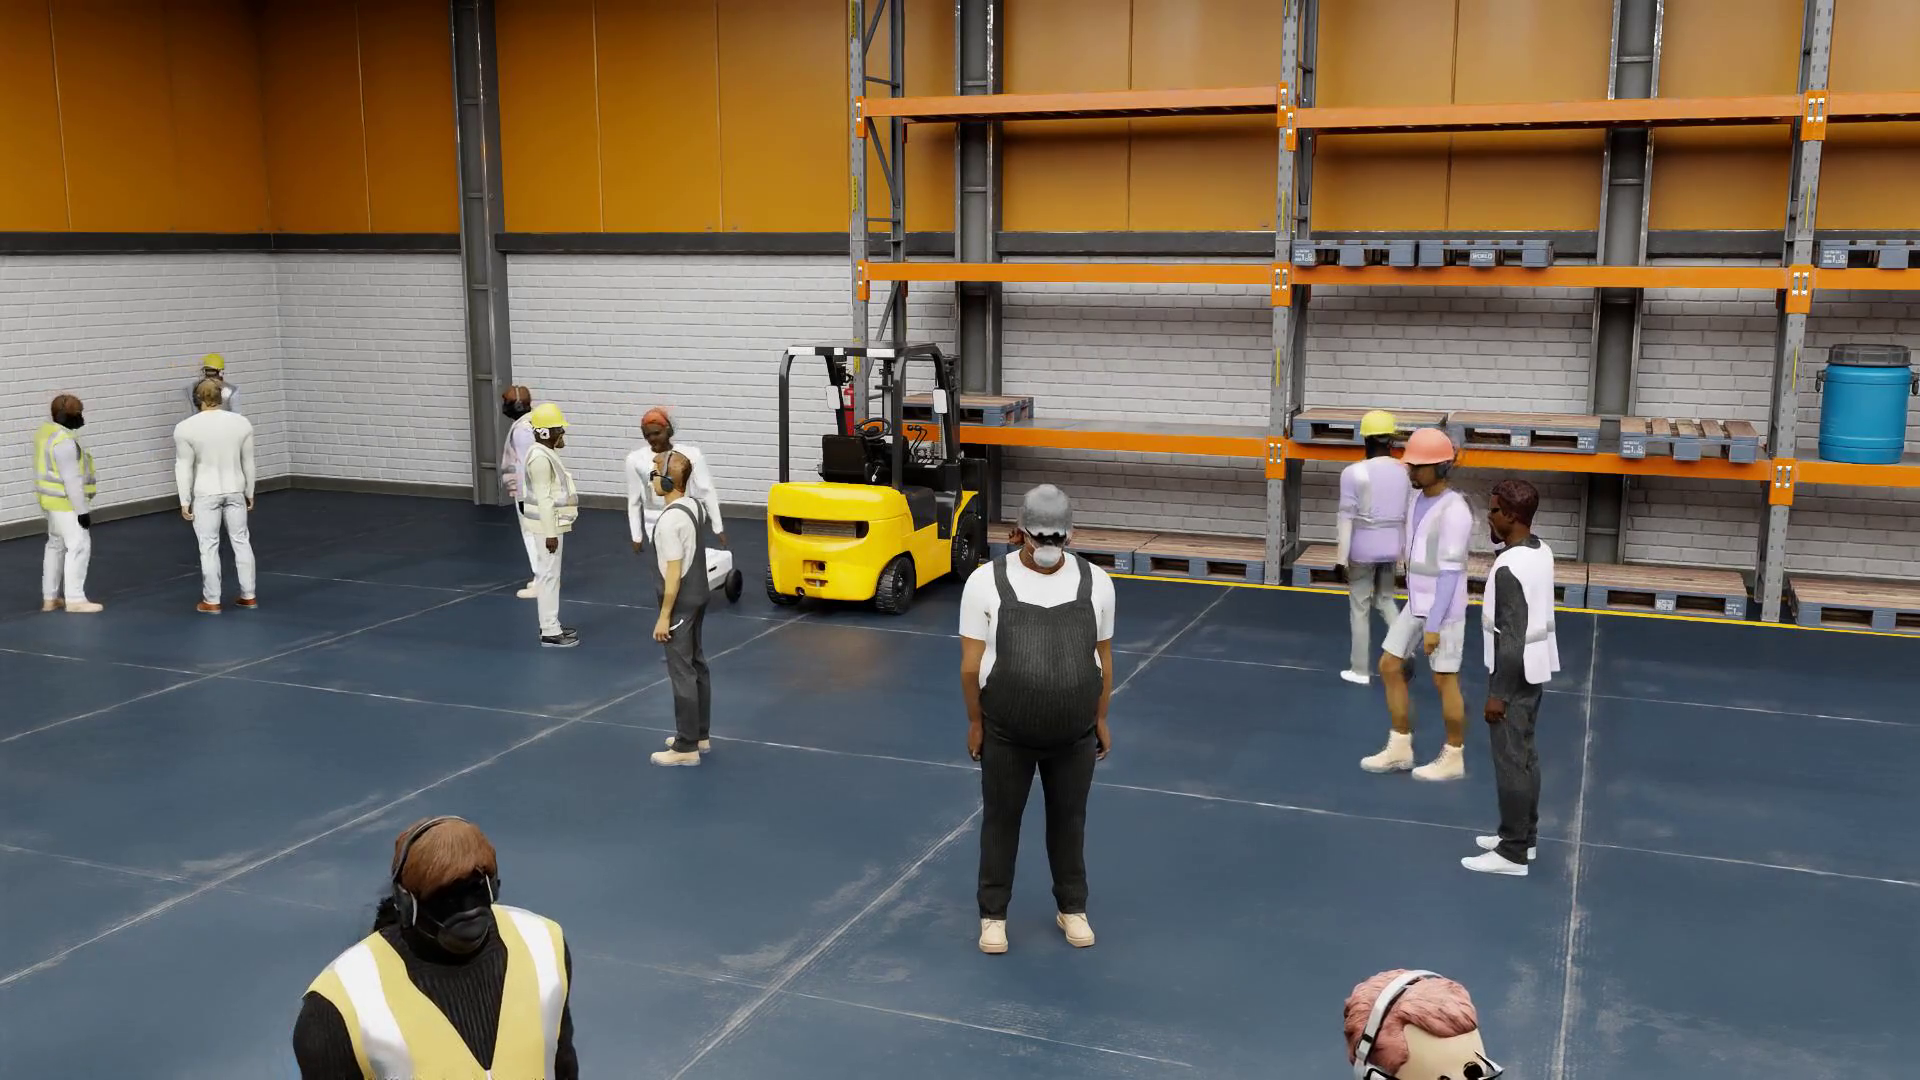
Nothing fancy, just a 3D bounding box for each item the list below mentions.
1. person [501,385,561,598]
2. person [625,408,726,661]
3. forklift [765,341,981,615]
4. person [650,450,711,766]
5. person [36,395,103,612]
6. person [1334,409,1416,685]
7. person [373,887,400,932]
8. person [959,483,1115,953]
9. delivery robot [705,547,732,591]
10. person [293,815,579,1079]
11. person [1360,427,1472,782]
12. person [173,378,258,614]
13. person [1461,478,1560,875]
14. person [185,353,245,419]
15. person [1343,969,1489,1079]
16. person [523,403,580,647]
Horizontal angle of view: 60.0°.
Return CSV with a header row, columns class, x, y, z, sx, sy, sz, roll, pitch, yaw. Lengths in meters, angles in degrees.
class,x,y,z,sx,sy,sz,roll,pitch,yaw
person,-3.709,-0.416,14.284,0.432,1.825,0.636,-1,10,-4
person,-2.120,-0.079,12.366,0.697,1.834,0.978,-3,11,-14
forklift,-0.739,-0.602,14.246,1.214,2.155,2.313,4,11,21
person,-1.636,0.394,9.667,0.343,1.847,0.507,2,10,10
person,-7.334,-0.289,13.629,0.477,1.809,0.735,-8,13,-38
person,2.833,0.076,11.269,0.588,1.913,0.536,-3,11,-19
person,-1.191,1.540,3.821,0.538,1.647,0.851,6,12,30
person,0.353,0.756,7.107,0.681,2.000,0.538,-2,10,-9
delivery robot,-2.169,0.241,13.856,0.477,0.478,0.707,3,11,14
person,-1.082,1.481,3.624,0.623,1.844,0.430,-10,14,-43
person,2.560,0.380,9.277,0.737,2.014,0.647,-2,10,-10
person,-6.086,-0.357,13.637,0.632,1.933,0.374,-10,14,-44
person,2.678,0.657,8.005,0.371,1.916,0.597,6,12,30
person,-8.209,-1.160,18.409,0.615,1.813,0.446,0,10,-2
person,0.711,1.610,2.723,0.638,1.909,0.408,-8,13,-39
person,-3.077,-0.114,12.537,0.403,1.833,0.591,-3,10,-14
